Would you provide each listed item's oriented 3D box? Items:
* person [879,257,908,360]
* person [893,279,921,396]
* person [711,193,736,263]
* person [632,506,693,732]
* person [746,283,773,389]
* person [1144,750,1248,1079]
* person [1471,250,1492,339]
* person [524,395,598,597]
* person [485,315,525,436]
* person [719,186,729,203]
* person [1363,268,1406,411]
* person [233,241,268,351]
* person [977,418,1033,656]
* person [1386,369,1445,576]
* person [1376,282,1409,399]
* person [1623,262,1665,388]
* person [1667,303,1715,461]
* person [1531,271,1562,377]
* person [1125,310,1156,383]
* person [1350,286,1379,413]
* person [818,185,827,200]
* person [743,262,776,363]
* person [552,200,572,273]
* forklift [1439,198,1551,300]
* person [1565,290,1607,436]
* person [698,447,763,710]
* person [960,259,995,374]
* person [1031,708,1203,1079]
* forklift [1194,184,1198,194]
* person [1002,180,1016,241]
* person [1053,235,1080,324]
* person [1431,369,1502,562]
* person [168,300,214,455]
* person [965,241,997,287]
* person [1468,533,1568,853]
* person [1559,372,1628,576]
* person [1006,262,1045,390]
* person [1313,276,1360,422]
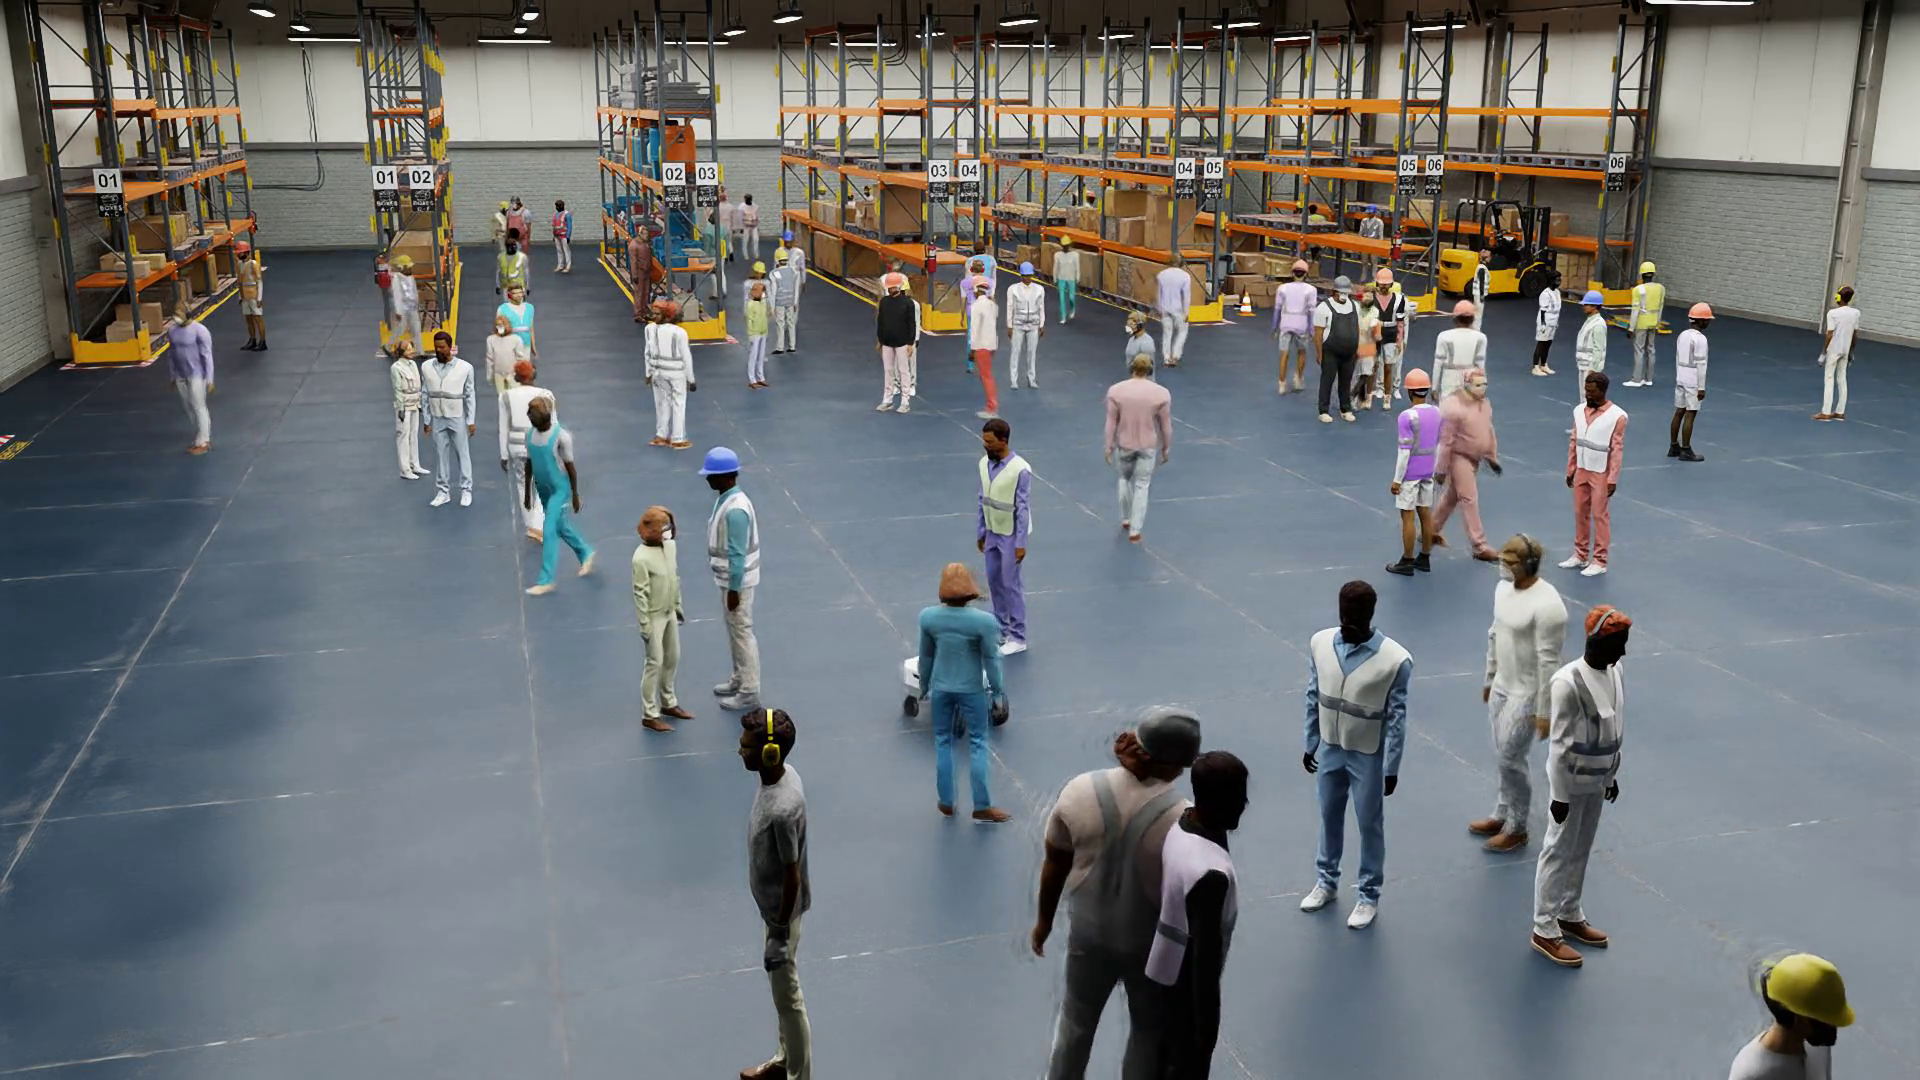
[{"bbox_3d":[-1.126,-3.819,27.738,0.582,1.817,0.816,-13,20,-40],"label":"person"},{"bbox_3d":[-0.842,-3.030,24.909,0.494,1.743,0.303,4,15,13],"label":"person"},{"bbox_3d":[-6.399,-8.426,44.939,0.651,1.891,0.422,-7,16,-23],"label":"person"},{"bbox_3d":[-2.113,0.545,11.691,0.279,1.621,0.509,6,16,21],"label":"person"},{"bbox_3d":[-3.101,-3.142,25.562,0.282,1.625,0.510,7,17,25],"label":"person"},{"bbox_3d":[0.922,1.735,6.675,0.406,1.907,0.608,-1,15,-5],"label":"person"},{"bbox_3d":[9.647,-4.537,30.790,0.323,1.630,0.532,4,15,15],"label":"person"},{"bbox_3d":[-3.649,-0.454,15.107,0.521,1.811,0.913,9,17,31],"label":"person"},{"bbox_3d":[-5.955,-2.141,21.798,0.510,1.623,0.336,2,15,7],"label":"person"},{"bbox_3d":[-7.046,-9.611,49.503,0.341,1.840,0.503,-13,20,-40],"label":"person"},{"bbox_3d":[6.004,-2.849,23.685,0.601,2.035,0.403,3,15,10],"label":"person"},{"bbox_3d":[-12.518,-4.287,29.272,0.551,1.932,0.376,8,17,28],"label":"person"},{"bbox_3d":[0.353,-0.043,13.360,0.404,1.906,0.604,-11,18,-35],"label":"person"},{"bbox_3d":[4.228,-0.632,15.518,0.551,1.933,0.369,-10,18,-33],"label":"person"},{"bbox_3d":[6.393,-2.956,24.656,0.487,1.731,0.324,1,15,6],"label":"person"},{"bbox_3d":[10.535,-3.311,25.626,0.587,1.922,0.383,-5,16,-20],"label":"person"},{"bbox_3d":[9.000,-1.941,20.438,0.359,1.938,0.545,-2,15,-7],"label":"person"},{"bbox_3d":[9.433,-3.471,26.679,0.322,1.690,0.531,14,20,42],"label":"person"},{"bbox_3d":[2.134,-1.766,19.811,0.371,1.932,0.622,-3,15,-13],"label":"person"},{"bbox_3d":[5.614,-2.686,23.477,0.589,1.810,0.505,-3,15,-10],"label":"person"},{"bbox_3d":[-4.259,-10.119,51.599,0.318,1.740,0.489,0,15,-1],"label":"person"},{"bbox_3d":[-3.334,-3.790,27.877,0.484,1.691,0.871,-10,18,-33],"label":"person"},{"bbox_3d":[-10.187,-7.759,42.516,0.626,1.844,0.429,10,18,33],"label":"person"},{"bbox_3d":[11.913,-6.508,37.130,2.313,2.155,1.214,-4,15,-15],"label":"forklift"},{"bbox_3d":[8.189,-2.270,21.654,0.389,1.949,0.604,2,15,8],"label":"person"},{"bbox_3d":[-1.669,0.269,12.134,0.421,1.938,0.604,-4,15,-15],"label":"person"},{"bbox_3d":[0.285,-3.603,26.865,0.563,1.847,0.390,-1,15,-3],"label":"person"},{"bbox_3d":[0.656,1.587,6.966,0.852,2.000,0.551,7,17,25],"label":"person"},{"bbox_3d":[7.392,-11.333,53.972,1.873,2.768,1.129,-4,15,-15],"label":"forklift"},{"bbox_3d":[1.556,-10.285,51.933,0.396,1.900,0.636,5,16,19],"label":"person"},{"bbox_3d":[2.110,-5.163,32.920,0.548,1.749,0.472,3,15,13],"label":"person"},{"bbox_3d":[4.899,-0.750,16.175,0.662,1.870,1.004,-13,20,-41],"label":"person"},{"bbox_3d":[-9.612,-2.029,20.780,0.645,1.938,0.376,6,16,21],"label":"person"},{"bbox_3d":[0.358,-4.511,30.299,0.624,1.841,0.430,-6,16,-23],"label":"person"},{"bbox_3d":[3.278,0.897,9.769,0.398,1.933,0.674,-3,15,-10],"label":"person"},{"bbox_3d":[5.932,-0.630,15.574,0.407,1.908,0.597,-7,17,-26],"label":"person"},{"bbox_3d":[1.005,-3.277,25.445,0.605,1.949,0.399,-3,15,-11],"label":"person"},{"bbox_3d":[5.202,-2.628,22.827,0.685,2.000,0.535,-6,16,-20],"label":"person"}]
